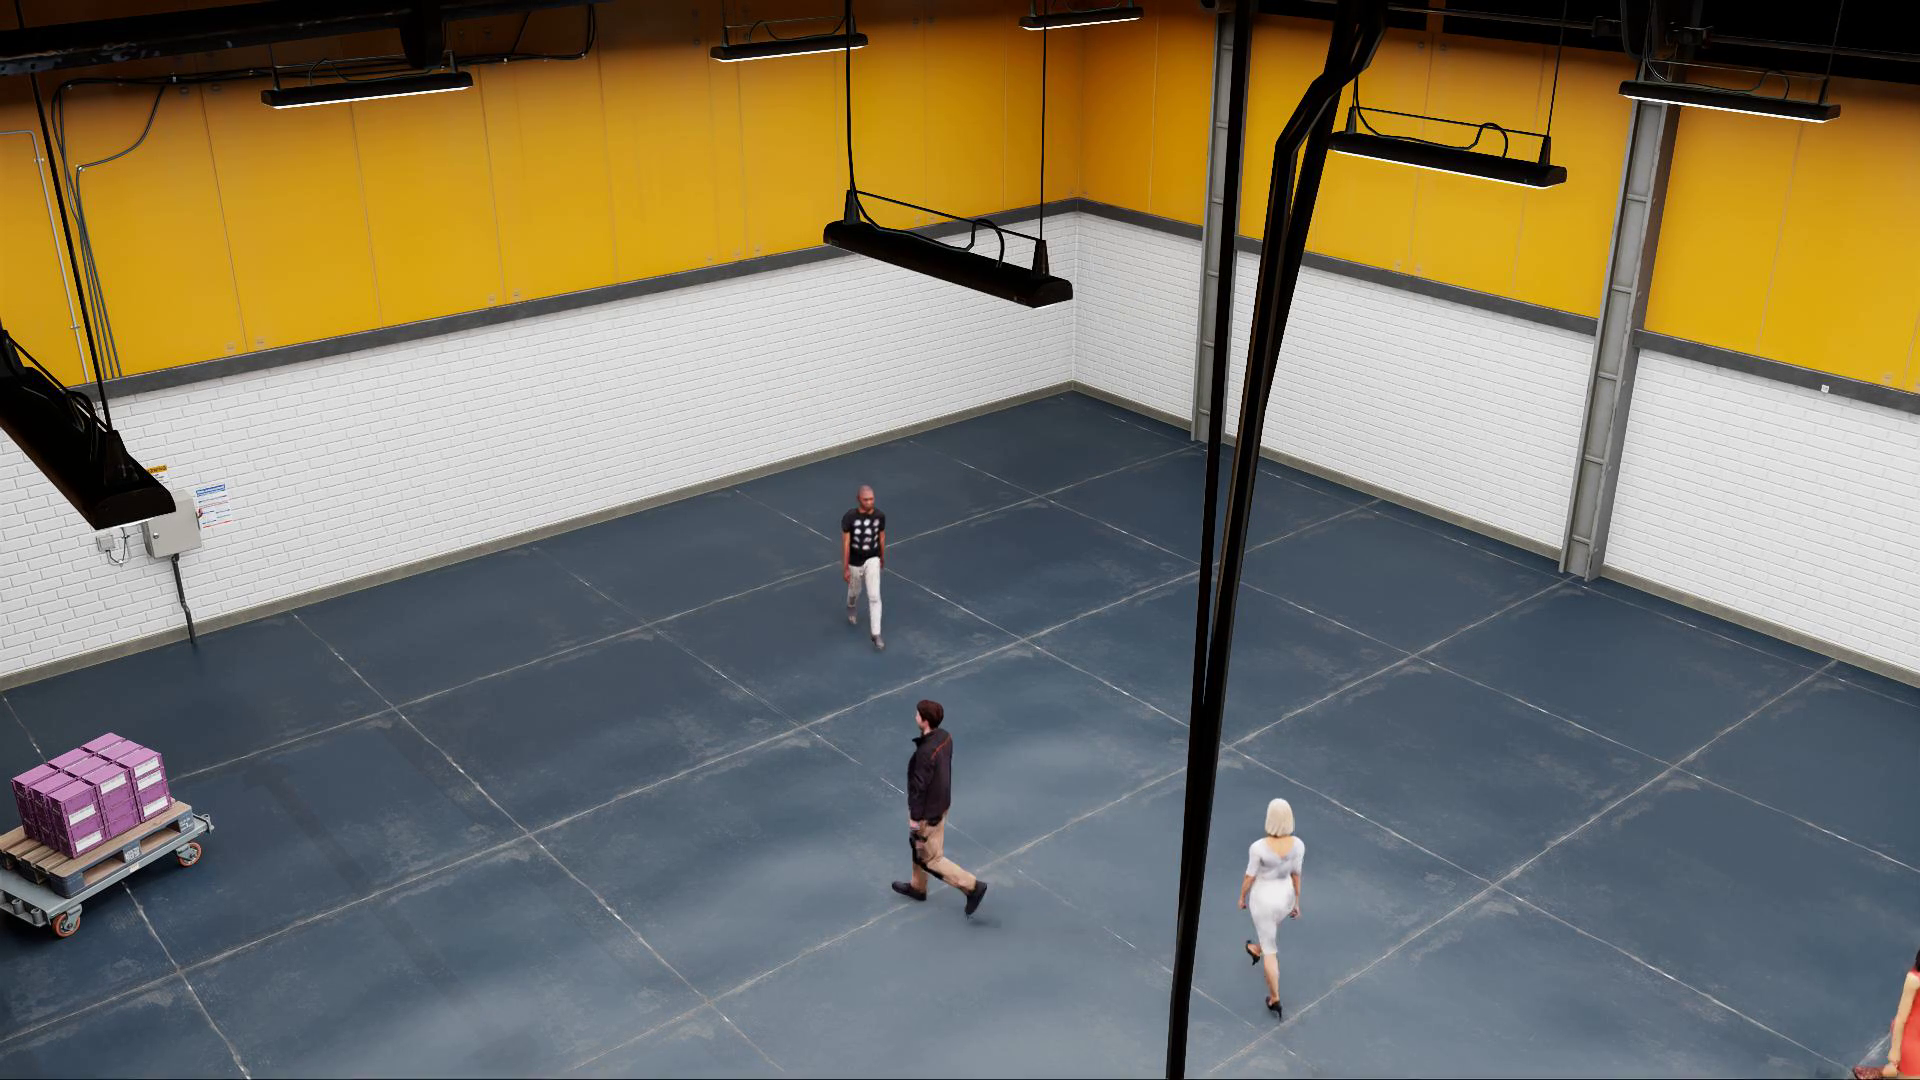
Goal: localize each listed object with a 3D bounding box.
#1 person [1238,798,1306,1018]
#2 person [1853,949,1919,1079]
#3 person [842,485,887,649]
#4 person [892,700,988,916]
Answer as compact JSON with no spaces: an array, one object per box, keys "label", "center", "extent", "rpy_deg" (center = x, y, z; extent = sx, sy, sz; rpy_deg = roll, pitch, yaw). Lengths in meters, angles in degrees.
[{"label":"person","center":[2.361,2.779,12.439],"extent":[0.912,1.700,1.135],"rpy_deg":[-5,24,-12]},{"label":"person","center":[6.401,3.304,11.231],"extent":[0.742,1.706,0.936],"rpy_deg":[-9,25,-21]},{"label":"person","center":[-1.079,0.231,18.176],"extent":[1.030,1.774,1.295],"rpy_deg":[-5,24,-11]},{"label":"person","center":[-0.174,2.203,13.503],"extent":[1.227,1.904,1.068],"rpy_deg":[7,25,16]}]
